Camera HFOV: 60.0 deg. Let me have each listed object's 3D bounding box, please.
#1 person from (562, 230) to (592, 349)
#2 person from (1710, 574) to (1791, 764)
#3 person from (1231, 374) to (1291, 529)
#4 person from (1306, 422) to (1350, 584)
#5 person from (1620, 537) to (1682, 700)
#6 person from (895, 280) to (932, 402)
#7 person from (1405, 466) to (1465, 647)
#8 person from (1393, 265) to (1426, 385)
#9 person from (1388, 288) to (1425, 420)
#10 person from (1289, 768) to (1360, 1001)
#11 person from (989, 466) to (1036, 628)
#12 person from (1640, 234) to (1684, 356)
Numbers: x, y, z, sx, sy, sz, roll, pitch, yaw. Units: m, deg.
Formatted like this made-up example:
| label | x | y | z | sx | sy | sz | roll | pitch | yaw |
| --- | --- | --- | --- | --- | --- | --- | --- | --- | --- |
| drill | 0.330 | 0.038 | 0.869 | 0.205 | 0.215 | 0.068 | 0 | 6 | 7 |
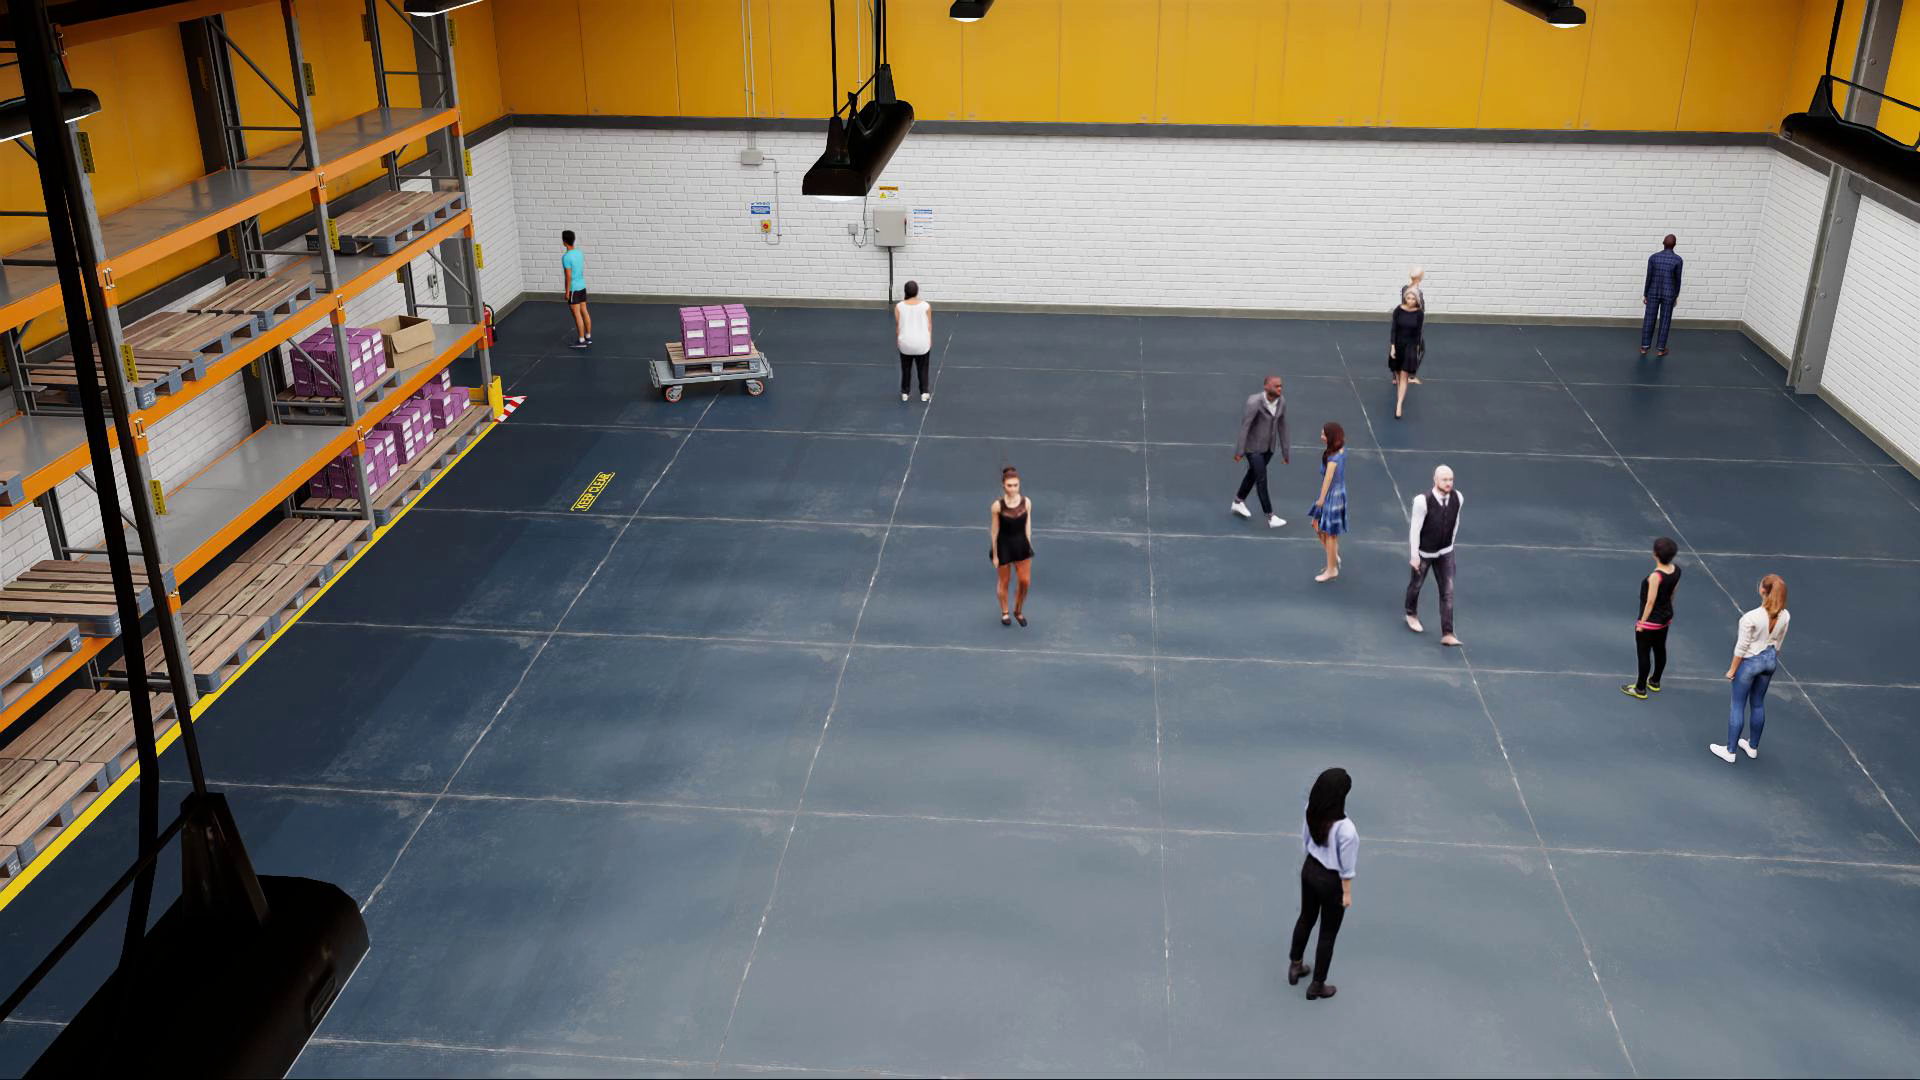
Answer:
| label | x | y | z | sx | sy | sz | roll | pitch | yaw |
| --- | --- | --- | --- | --- | --- | --- | --- | --- | --- |
| person | -5.806 | -3.806 | 25.164 | 0.721 | 1.775 | 0.540 | 8 | 25 | 17 |
| person | 6.726 | 1.076 | 14.064 | 0.676 | 1.720 | 0.650 | -6 | 24 | -14 |
| person | 3.334 | -1.036 | 18.845 | 1.169 | 1.760 | 1.284 | -15 | 27 | -30 |
| person | 3.933 | -0.361 | 17.258 | 0.775 | 1.796 | 0.658 | 6 | 24 | 14 |
| person | 6.342 | 0.695 | 15.147 | 0.624 | 1.551 | 0.665 | -14 | 27 | -28 |
| person | -0.635 | -2.747 | 22.851 | 0.639 | 1.687 | 0.586 | 2 | 24 | 6 |
| person | 4.562 | 0.103 | 16.210 | 0.948 | 1.785 | 1.220 | -6 | 24 | -13 |
| person | 6.266 | -3.011 | 23.419 | 0.788 | 1.715 | 0.704 | -13 | 27 | -27 |
| person | 5.965 | -2.561 | 22.402 | 0.762 | 1.706 | 1.194 | 8 | 25 | 17 |
| person | 2.438 | 2.308 | 11.219 | 0.782 | 1.743 | 0.680 | -13 | 27 | -26 |
| person | 0.487 | 0.049 | 16.485 | 0.691 | 1.664 | 0.750 | -6 | 24 | -12 |
| person | 10.463 | -3.667 | 24.790 | 0.742 | 1.820 | 0.730 | 11 | 26 | 24 |
